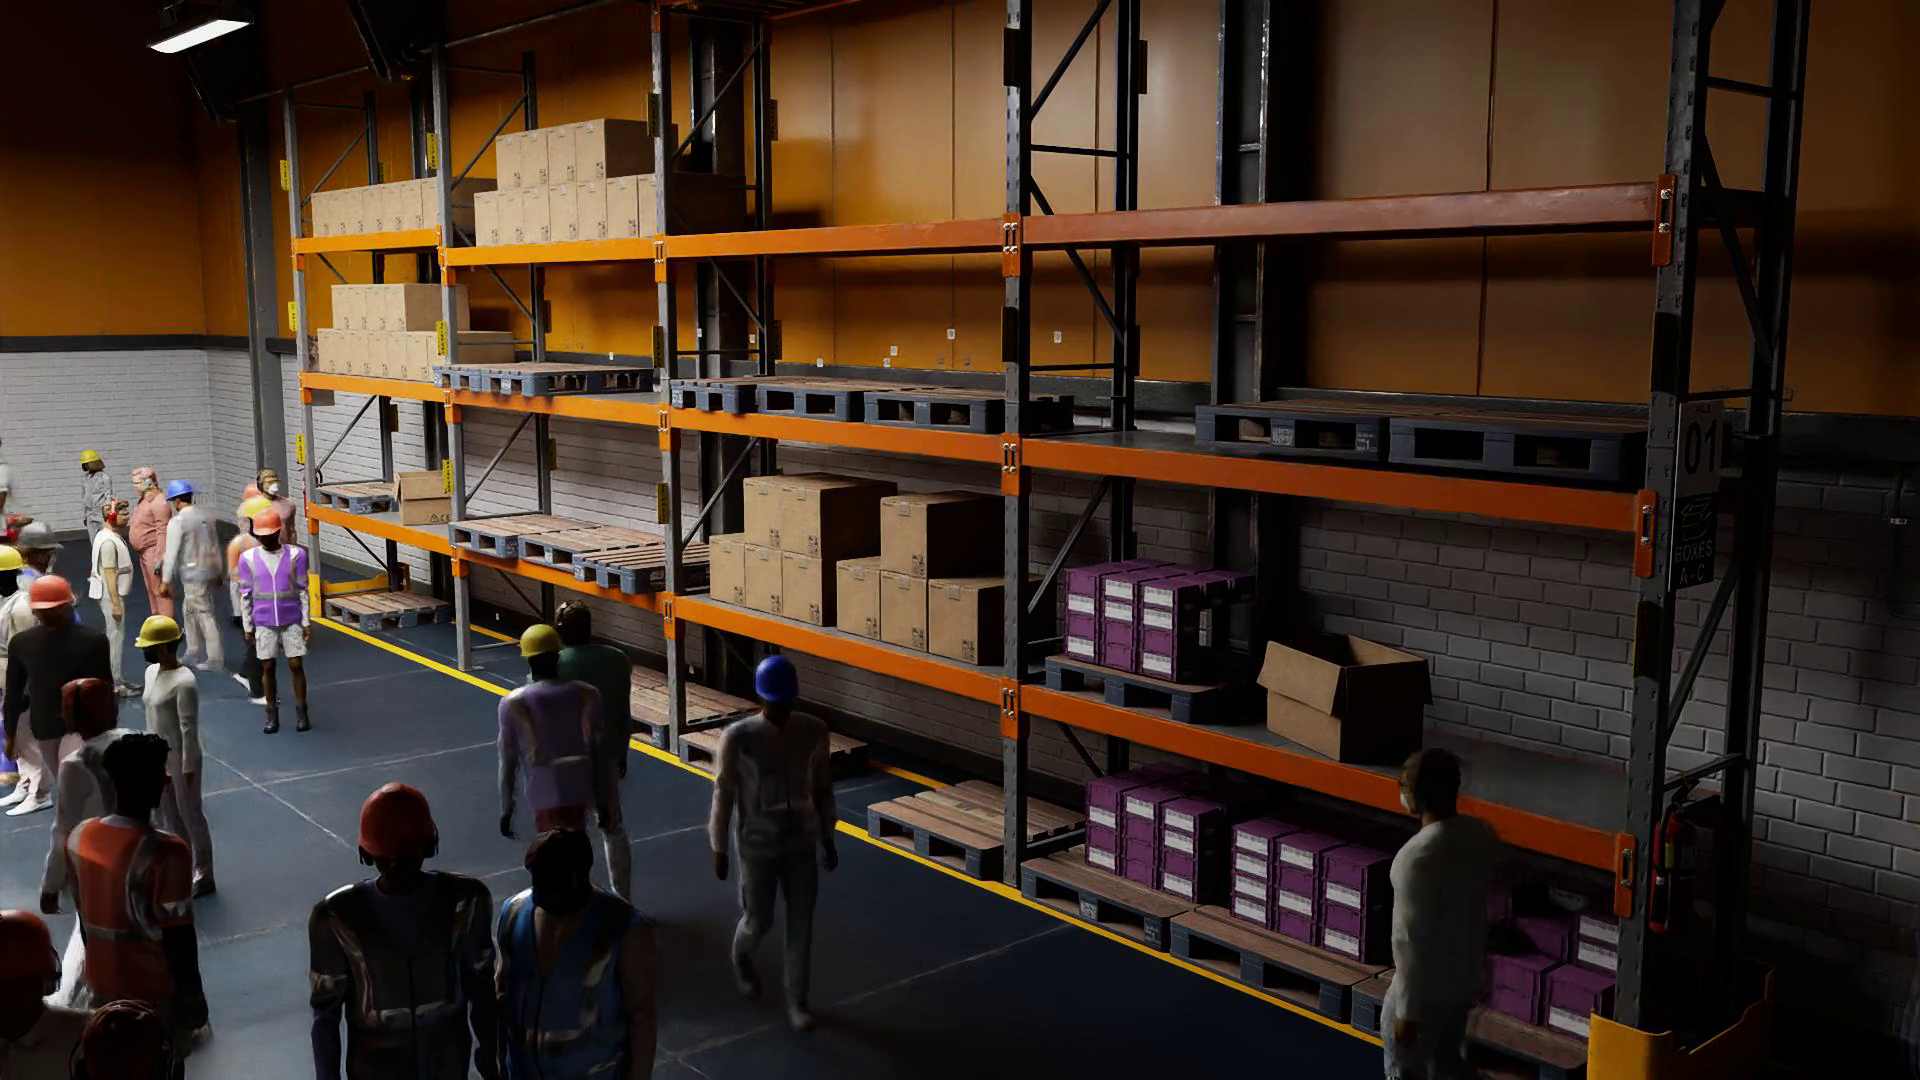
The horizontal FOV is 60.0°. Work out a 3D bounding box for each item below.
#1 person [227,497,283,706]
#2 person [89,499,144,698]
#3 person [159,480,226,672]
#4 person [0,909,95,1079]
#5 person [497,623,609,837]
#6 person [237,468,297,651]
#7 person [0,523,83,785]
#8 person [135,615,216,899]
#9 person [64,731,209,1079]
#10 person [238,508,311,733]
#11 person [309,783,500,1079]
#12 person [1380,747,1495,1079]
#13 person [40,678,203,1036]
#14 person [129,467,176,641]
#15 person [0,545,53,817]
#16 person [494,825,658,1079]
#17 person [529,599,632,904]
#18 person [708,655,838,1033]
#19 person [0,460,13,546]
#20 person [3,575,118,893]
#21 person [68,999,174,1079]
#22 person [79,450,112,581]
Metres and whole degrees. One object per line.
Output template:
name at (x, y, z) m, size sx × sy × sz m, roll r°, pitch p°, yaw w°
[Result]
person at (-6.339, 0.550, 14.990) m, size 0.511 × 1.905 × 0.612 m, roll 2°, pitch 9°, yaw 16°
person at (-7.794, 0.540, 15.304) m, size 0.388 × 1.837 × 0.562 m, roll -4°, pitch 9°, yaw -24°
person at (-7.587, 0.359, 16.335) m, size 0.769 × 1.892 × 0.646 m, roll 1°, pitch 8°, yaw 6°
person at (-2.624, 1.991, 4.710) m, size 0.620 × 1.985 × 0.408 m, roll -3°, pitch 9°, yaw -23°
person at (-2.197, 1.415, 9.175) m, size 0.601 × 1.867 × 0.927 m, roll -6°, pitch 10°, yaw -34°
person at (-7.074, 0.231, 17.096) m, size 0.372 × 1.940 × 0.632 m, roll 5°, pitch 10°, yaw 33°
person at (-6.856, 0.832, 12.565) m, size 0.888 × 2.000 × 0.687 m, roll -6°, pitch 10°, yaw -36°
person at (-4.810, 1.322, 10.145) m, size 0.518 × 1.757 × 0.335 m, roll 7°, pitch 11°, yaw 40°
person at (-3.254, 1.728, 6.629) m, size 0.606 × 1.958 × 0.374 m, roll 4°, pitch 9°, yaw 24°
person at (-5.774, 0.681, 14.041) m, size 0.545 × 1.924 × 0.387 m, roll -3°, pitch 9°, yaw -19°
person at (-1.879, 1.819, 5.692) m, size 0.616 × 2.041 × 0.383 m, roll -4°, pitch 9°, yaw -25°
person at (1.933, 1.764, 6.538) m, size 0.708 × 1.918 × 0.630 m, roll 8°, pitch 11°, yaw 44°
person at (-4.225, 1.573, 8.147) m, size 1.007 × 1.828 × 0.602 m, roll 0°, pitch 8°, yaw 1°
person at (-8.571, 0.173, 17.631) m, size 0.406 × 1.903 × 0.639 m, roll -7°, pitch 11°, yaw -39°
person at (-6.733, 0.991, 11.845) m, size 0.367 × 1.926 × 0.594 m, roll -7°, pitch 11°, yaw -42°
person at (-1.377, 1.896, 5.867) m, size 0.634 × 1.839 × 0.429 m, roll 3°, pitch 9°, yaw 18°
person at (-2.205, 1.303, 9.722) m, size 0.643 × 1.927 × 0.390 m, roll -7°, pitch 11°, yaw -39°
person at (-0.945, 1.493, 8.370) m, size 0.650 × 1.924 × 0.596 m, roll -4°, pitch 9°, yaw -27°
person at (-12.335, -0.374, 21.223) m, size 0.629 × 1.960 × 0.432 m, roll 5°, pitch 10°, yaw 34°
person at (-5.718, 1.168, 10.613) m, size 0.628 × 1.944 × 1.042 m, roll -1°, pitch 8°, yaw -4°
person at (-2.125, 2.106, 4.297) m, size 0.578 × 1.878 × 0.340 m, roll -4°, pitch 9°, yaw -25°
person at (-11.213, -0.312, 21.597) m, size 0.492 × 1.729 × 0.324 m, roll 3°, pitch 9°, yaw 20°
